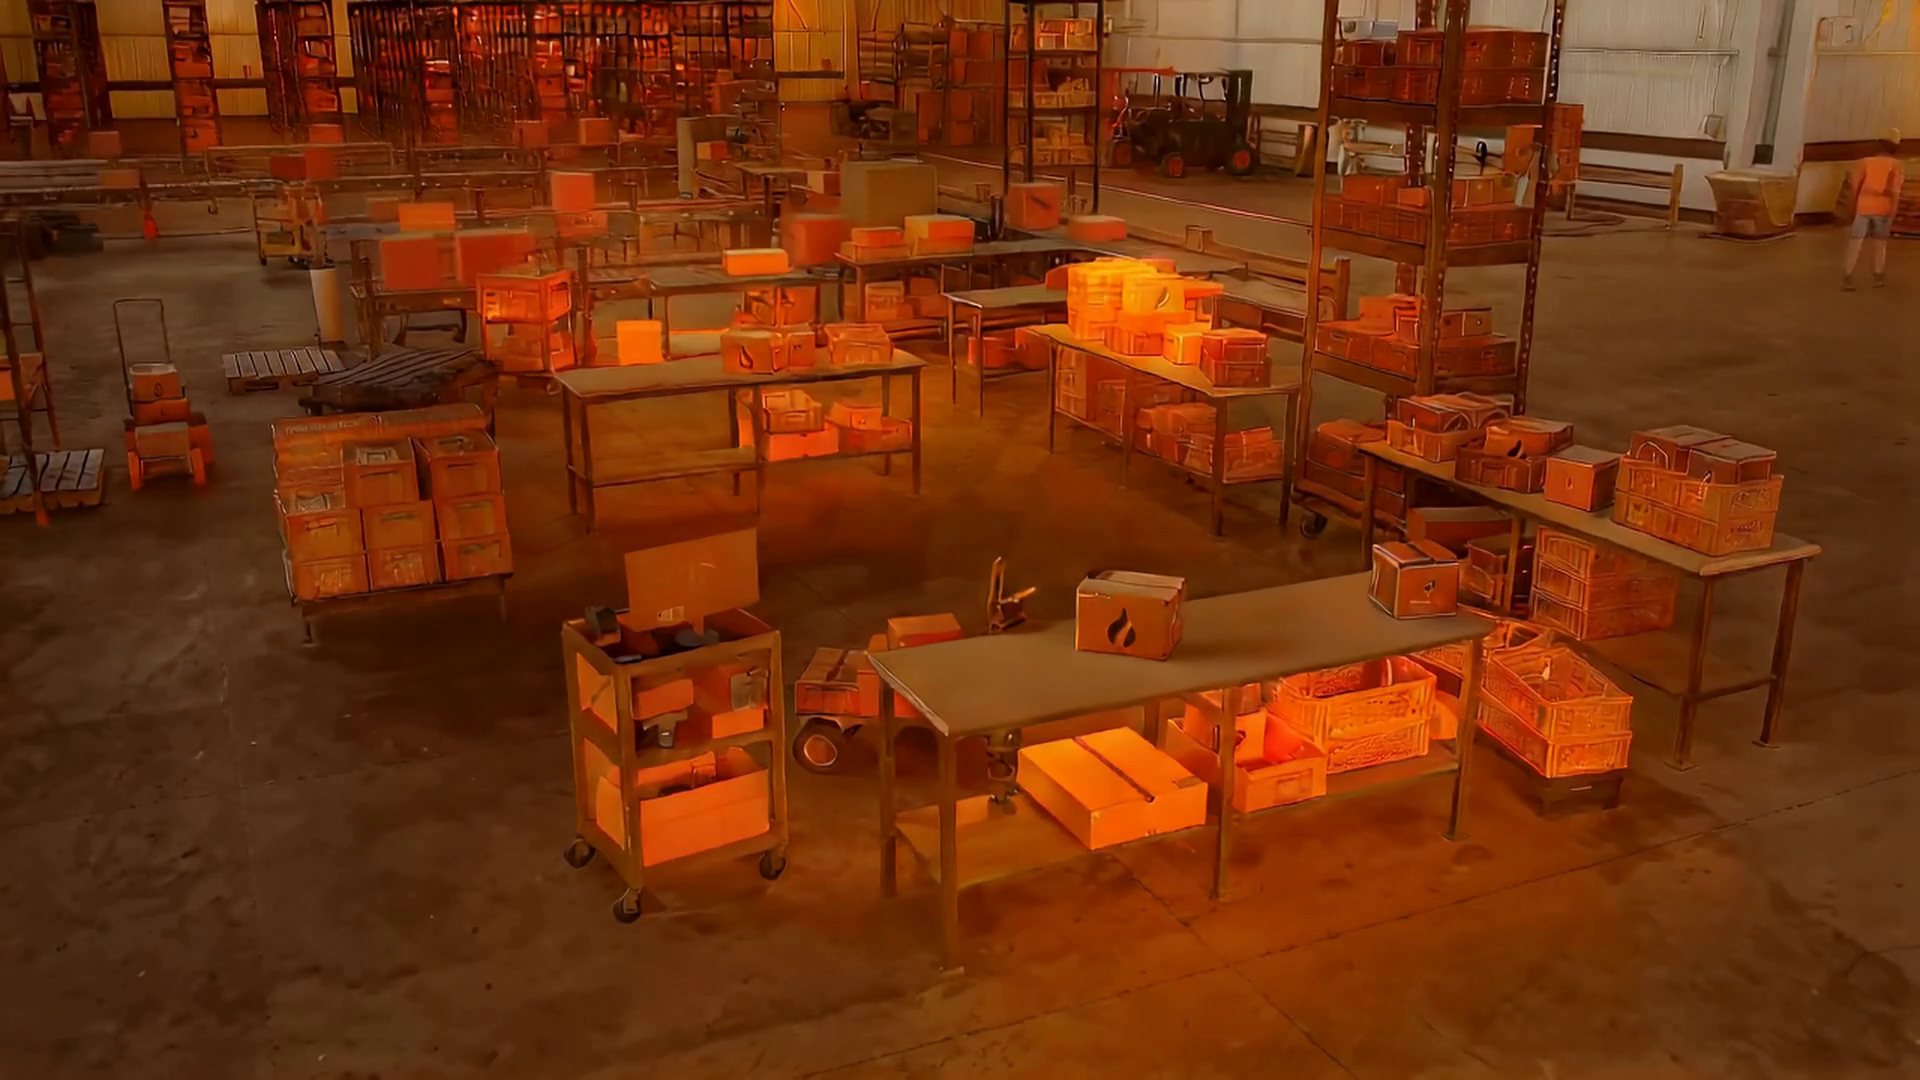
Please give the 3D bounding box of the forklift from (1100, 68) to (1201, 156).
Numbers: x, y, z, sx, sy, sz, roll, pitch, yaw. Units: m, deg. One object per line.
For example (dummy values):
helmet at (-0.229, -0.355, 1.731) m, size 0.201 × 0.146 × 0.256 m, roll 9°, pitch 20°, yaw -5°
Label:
forklift at (4.082, -9.564, 37.410) m, size 2.680 × 1.987 × 1.157 m, roll -8°, pitch 19°, yaw -23°

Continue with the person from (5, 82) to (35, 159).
person at (-21.889, -9.757, 38.802) m, size 0.599 × 1.813 × 0.532 m, roll -14°, pitch 22°, yaw -38°

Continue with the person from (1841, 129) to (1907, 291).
person at (11.380, -4.098, 20.699) m, size 1.032 × 1.994 × 0.623 m, roll -15°, pitch 23°, yaw -38°

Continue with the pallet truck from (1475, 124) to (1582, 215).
pallet truck at (9.707, -6.455, 28.103) m, size 1.885 × 1.965 × 0.823 m, roll -7°, pitch 19°, yaw -20°

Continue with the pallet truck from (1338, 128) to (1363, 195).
pallet truck at (7.845, -7.140, 31.411) m, size 1.522 × 1.261 × 0.704 m, roll -9°, pitch 20°, yaw -25°

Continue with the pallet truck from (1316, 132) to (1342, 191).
pallet truck at (7.723, -7.504, 32.656) m, size 1.601 × 1.201 × 0.680 m, roll -8°, pitch 19°, yaw -23°

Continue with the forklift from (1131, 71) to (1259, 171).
forklift at (4.998, -8.936, 35.413) m, size 2.680 × 1.987 × 1.157 m, roll -9°, pitch 20°, yaw -25°

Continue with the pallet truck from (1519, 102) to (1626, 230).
pallet truck at (9.972, -6.037, 26.785) m, size 1.885 × 1.965 × 0.823 m, roll -9°, pitch 20°, yaw -25°

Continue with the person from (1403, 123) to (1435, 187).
person at (8.387, -7.126, 30.364) m, size 0.410 × 1.909 × 0.643 m, roll -13°, pitch 22°, yaw -36°

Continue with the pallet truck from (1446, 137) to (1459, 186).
pallet truck at (9.184, -6.485, 29.328) m, size 1.630 × 1.274 × 0.653 m, roll -8°, pitch 19°, yaw -23°
